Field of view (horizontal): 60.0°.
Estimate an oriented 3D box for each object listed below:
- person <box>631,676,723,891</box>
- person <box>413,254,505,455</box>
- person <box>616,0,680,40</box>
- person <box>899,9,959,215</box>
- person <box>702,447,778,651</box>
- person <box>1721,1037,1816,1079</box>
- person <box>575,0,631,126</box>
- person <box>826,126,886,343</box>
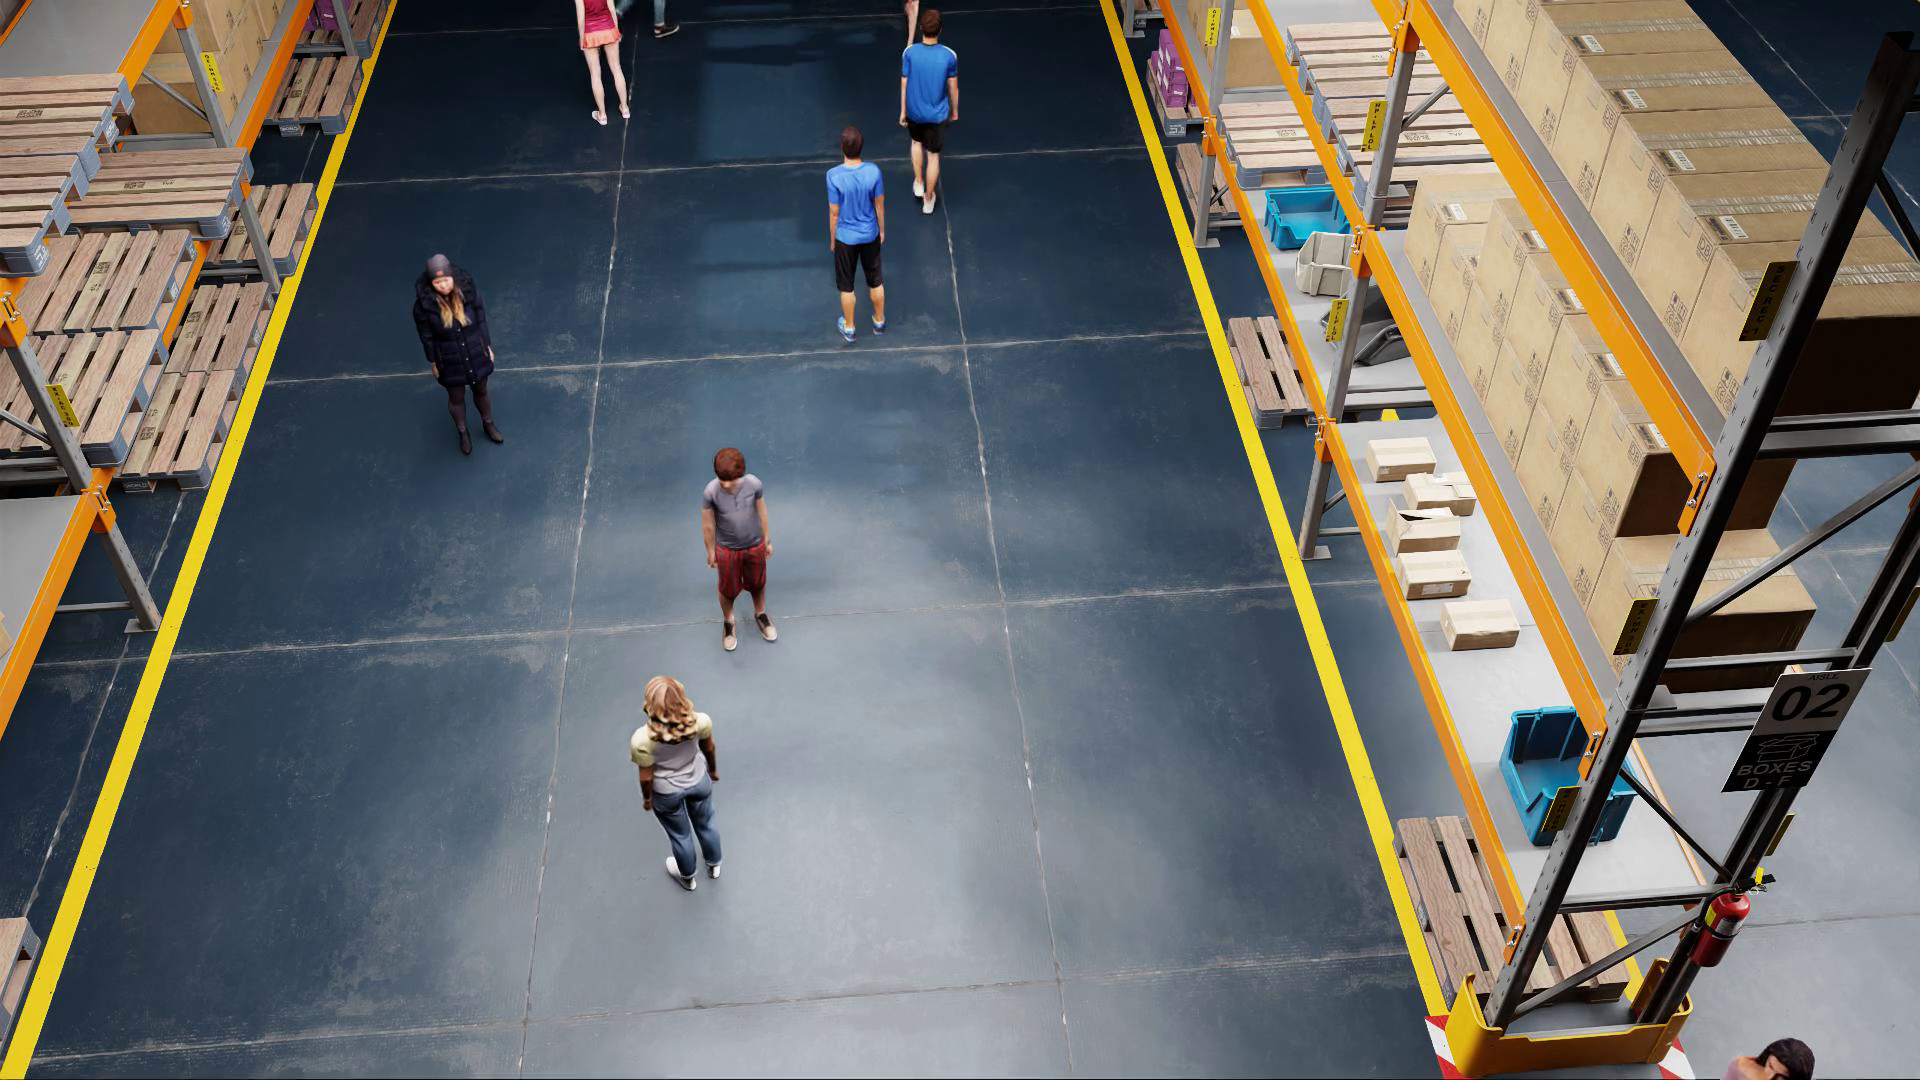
[{"bbox_3d":[-1.577,1.382,9.394,0.709,1.723,0.699,-23,48,-22],"label":"person"},{"bbox_3d":[-3.719,-1.395,12.345,0.776,1.674,0.793,-22,48,-21],"label":"person"},{"bbox_3d":[-3.329,-5.946,17.032,1.077,1.799,1.112,34,53,30],"label":"person"},{"bbox_3d":[-0.289,-3.733,14.672,0.731,1.850,0.789,2,44,2],"label":"person"},{"bbox_3d":[-1.442,0.022,10.876,0.634,1.649,0.587,-12,45,-13],"label":"person"},{"bbox_3d":[3.720,2.832,7.842,1.085,1.765,1.159,-27,50,-25],"label":"person"},{"bbox_3d":[-3.460,-4.837,15.902,0.647,1.752,0.663,-21,48,-21],"label":"person"},{"bbox_3d":[-0.825,-2.430,13.292,0.658,1.867,0.618,-12,45,-13],"label":"person"}]
